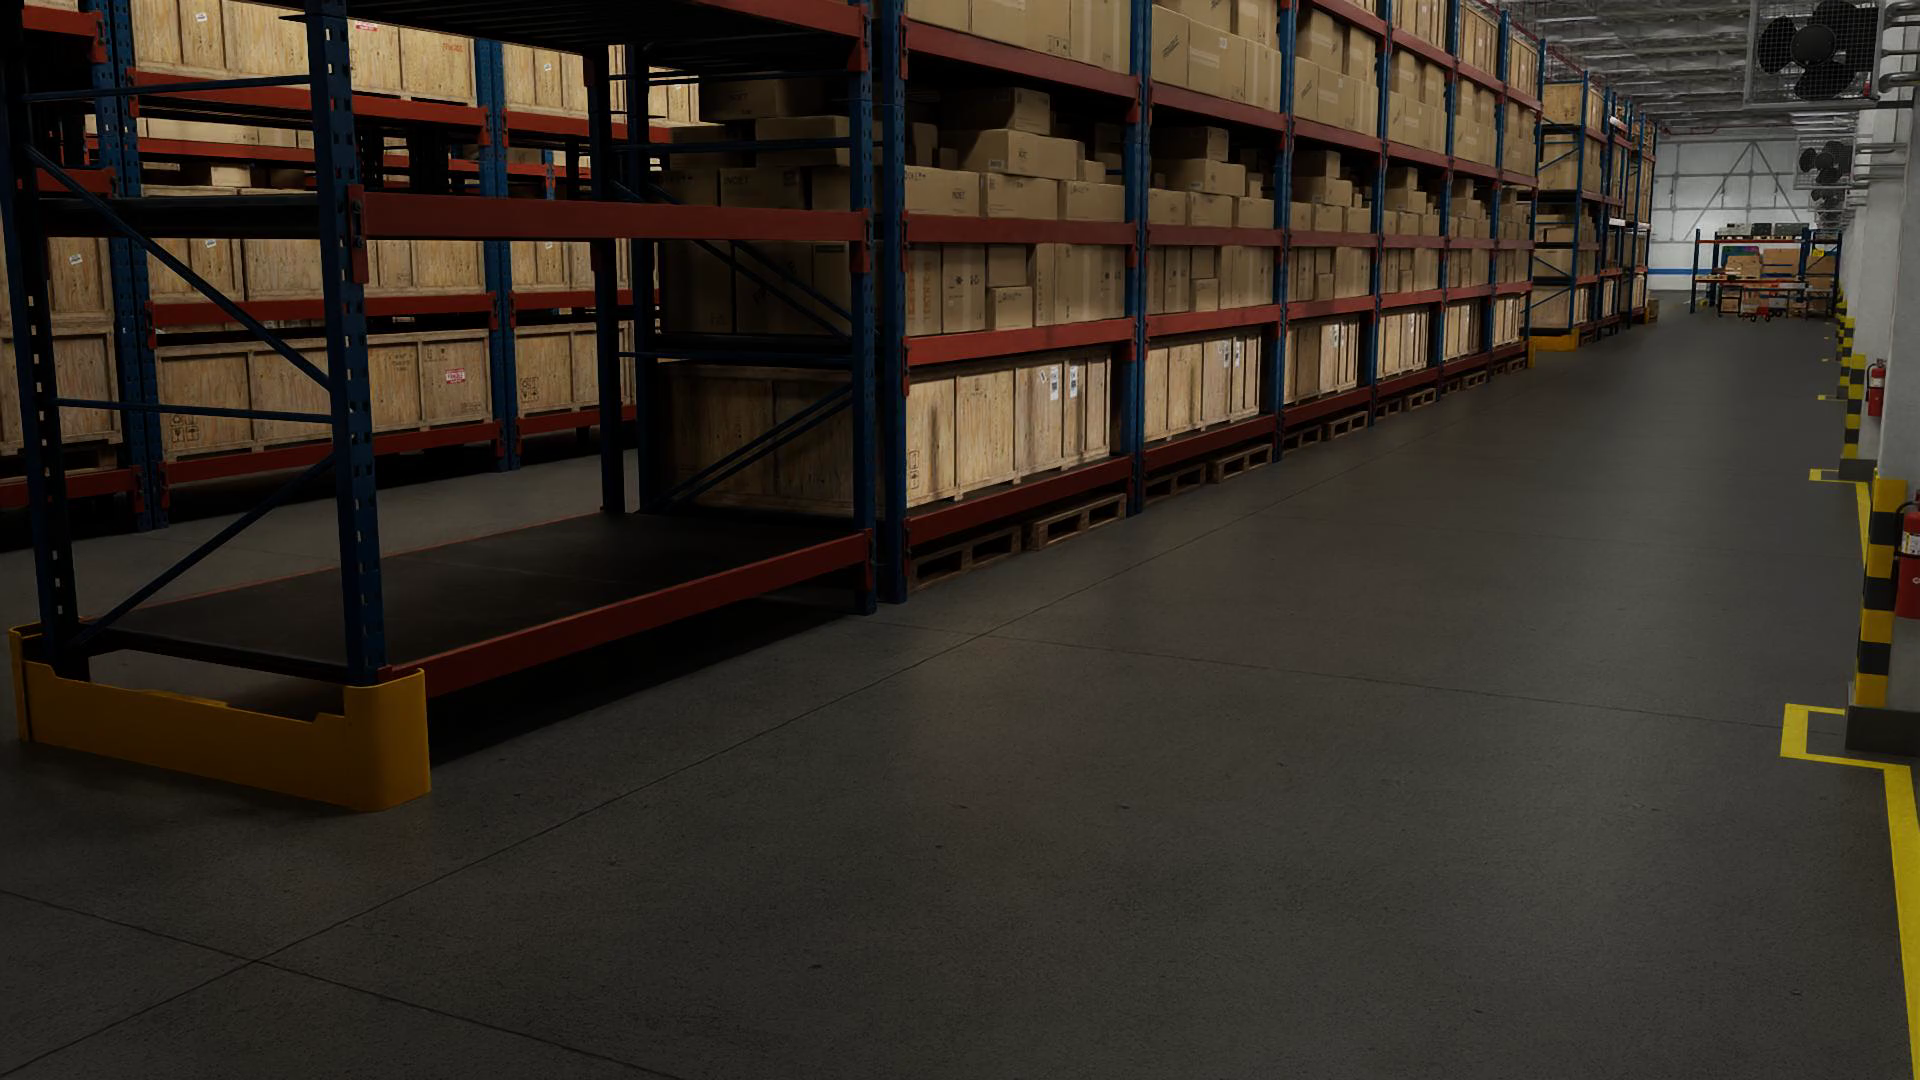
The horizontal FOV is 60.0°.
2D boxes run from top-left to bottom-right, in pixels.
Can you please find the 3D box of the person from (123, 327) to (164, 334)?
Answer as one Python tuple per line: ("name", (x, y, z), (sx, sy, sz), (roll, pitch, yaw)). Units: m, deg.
("person", (-8.140, -1.541, 16.520), (0.563, 1.754, 0.321), (-2, 10, -10))
